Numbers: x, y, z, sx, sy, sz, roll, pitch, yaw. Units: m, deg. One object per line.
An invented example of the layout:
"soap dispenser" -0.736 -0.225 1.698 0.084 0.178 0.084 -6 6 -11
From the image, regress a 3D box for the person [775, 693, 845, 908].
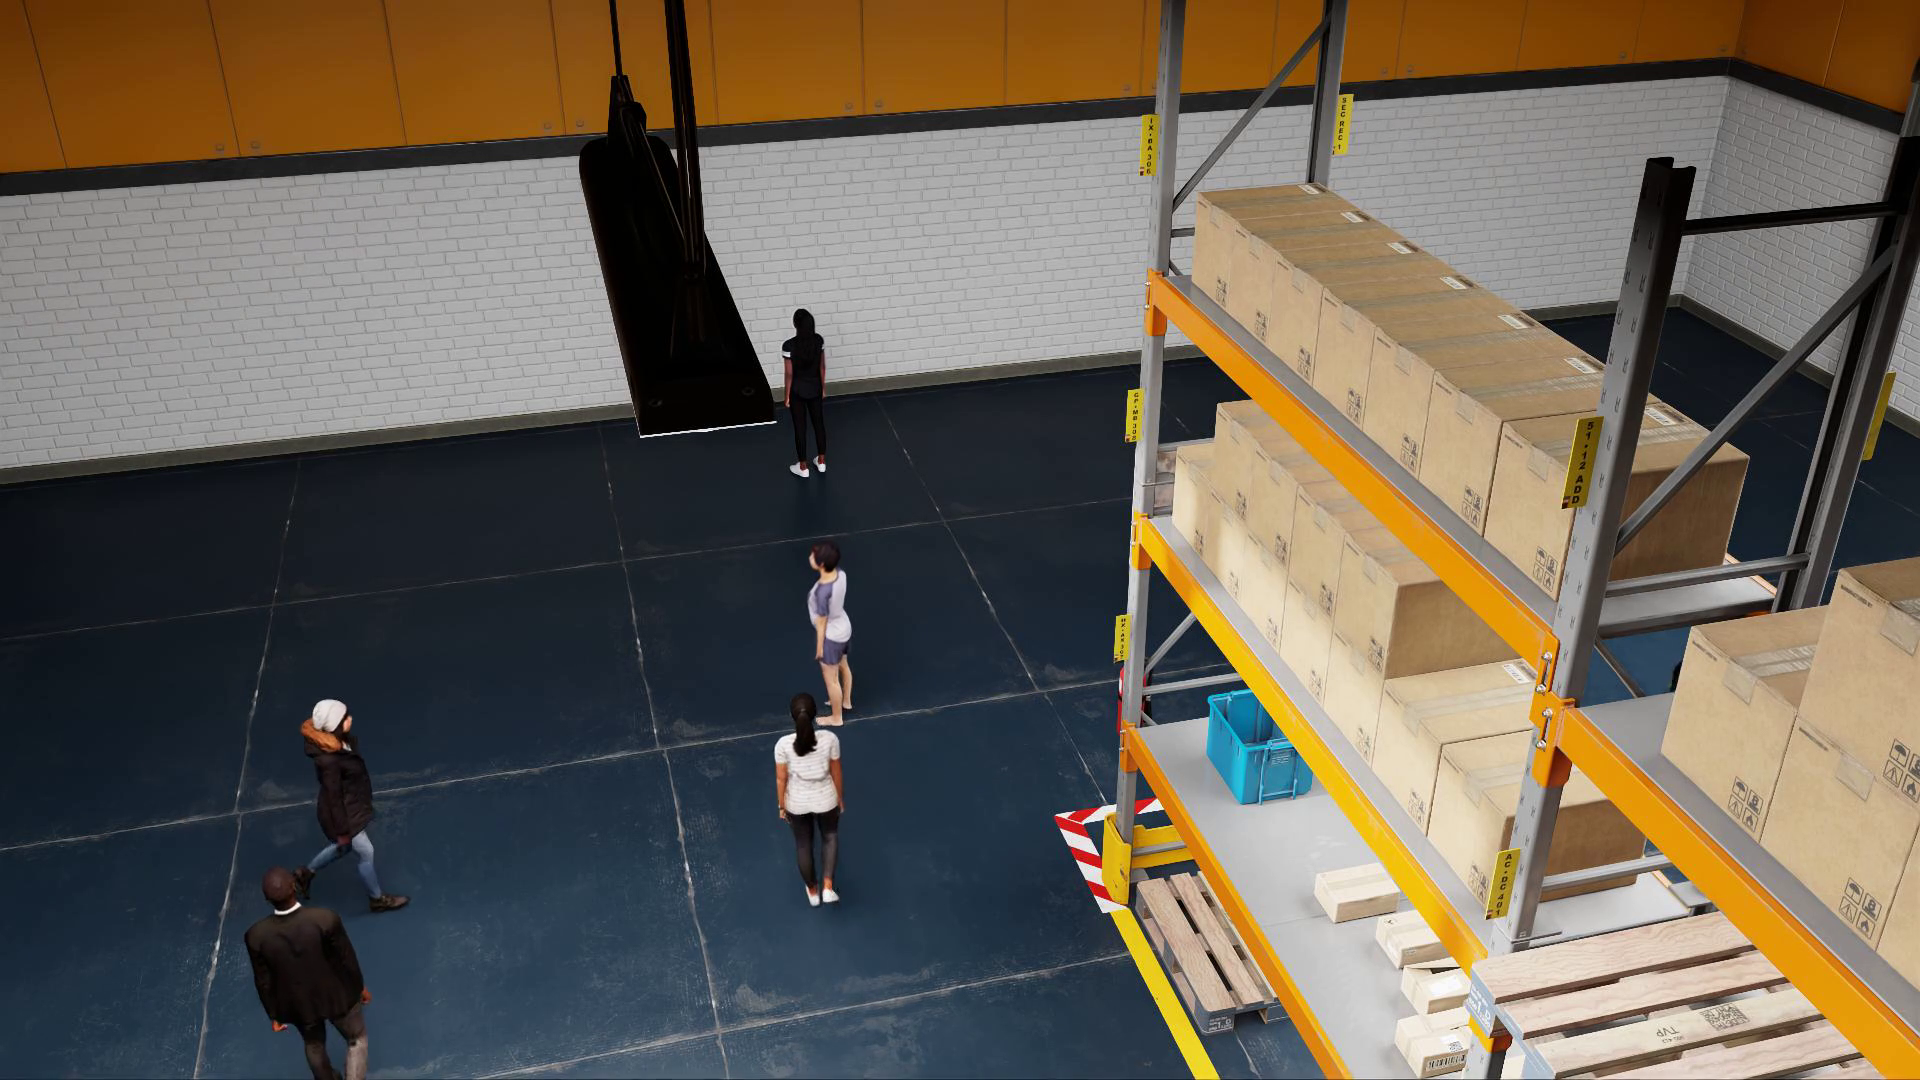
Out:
"person" -0.932 1.713 10.567 0.597 1.637 0.678 -4 29 -8

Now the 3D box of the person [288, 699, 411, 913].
"person" -3.996 1.719 10.576 0.712 1.618 0.890 -6 29 -10

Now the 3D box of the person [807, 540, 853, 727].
"person" -0.962 0.690 12.521 0.710 1.563 0.618 9 30 16

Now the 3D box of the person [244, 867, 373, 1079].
"person" -3.447 2.513 8.944 0.708 1.787 0.953 -7 29 -12

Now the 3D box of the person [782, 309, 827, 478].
"person" -1.511 -1.453 16.276 0.681 1.729 0.681 -17 33 -29
